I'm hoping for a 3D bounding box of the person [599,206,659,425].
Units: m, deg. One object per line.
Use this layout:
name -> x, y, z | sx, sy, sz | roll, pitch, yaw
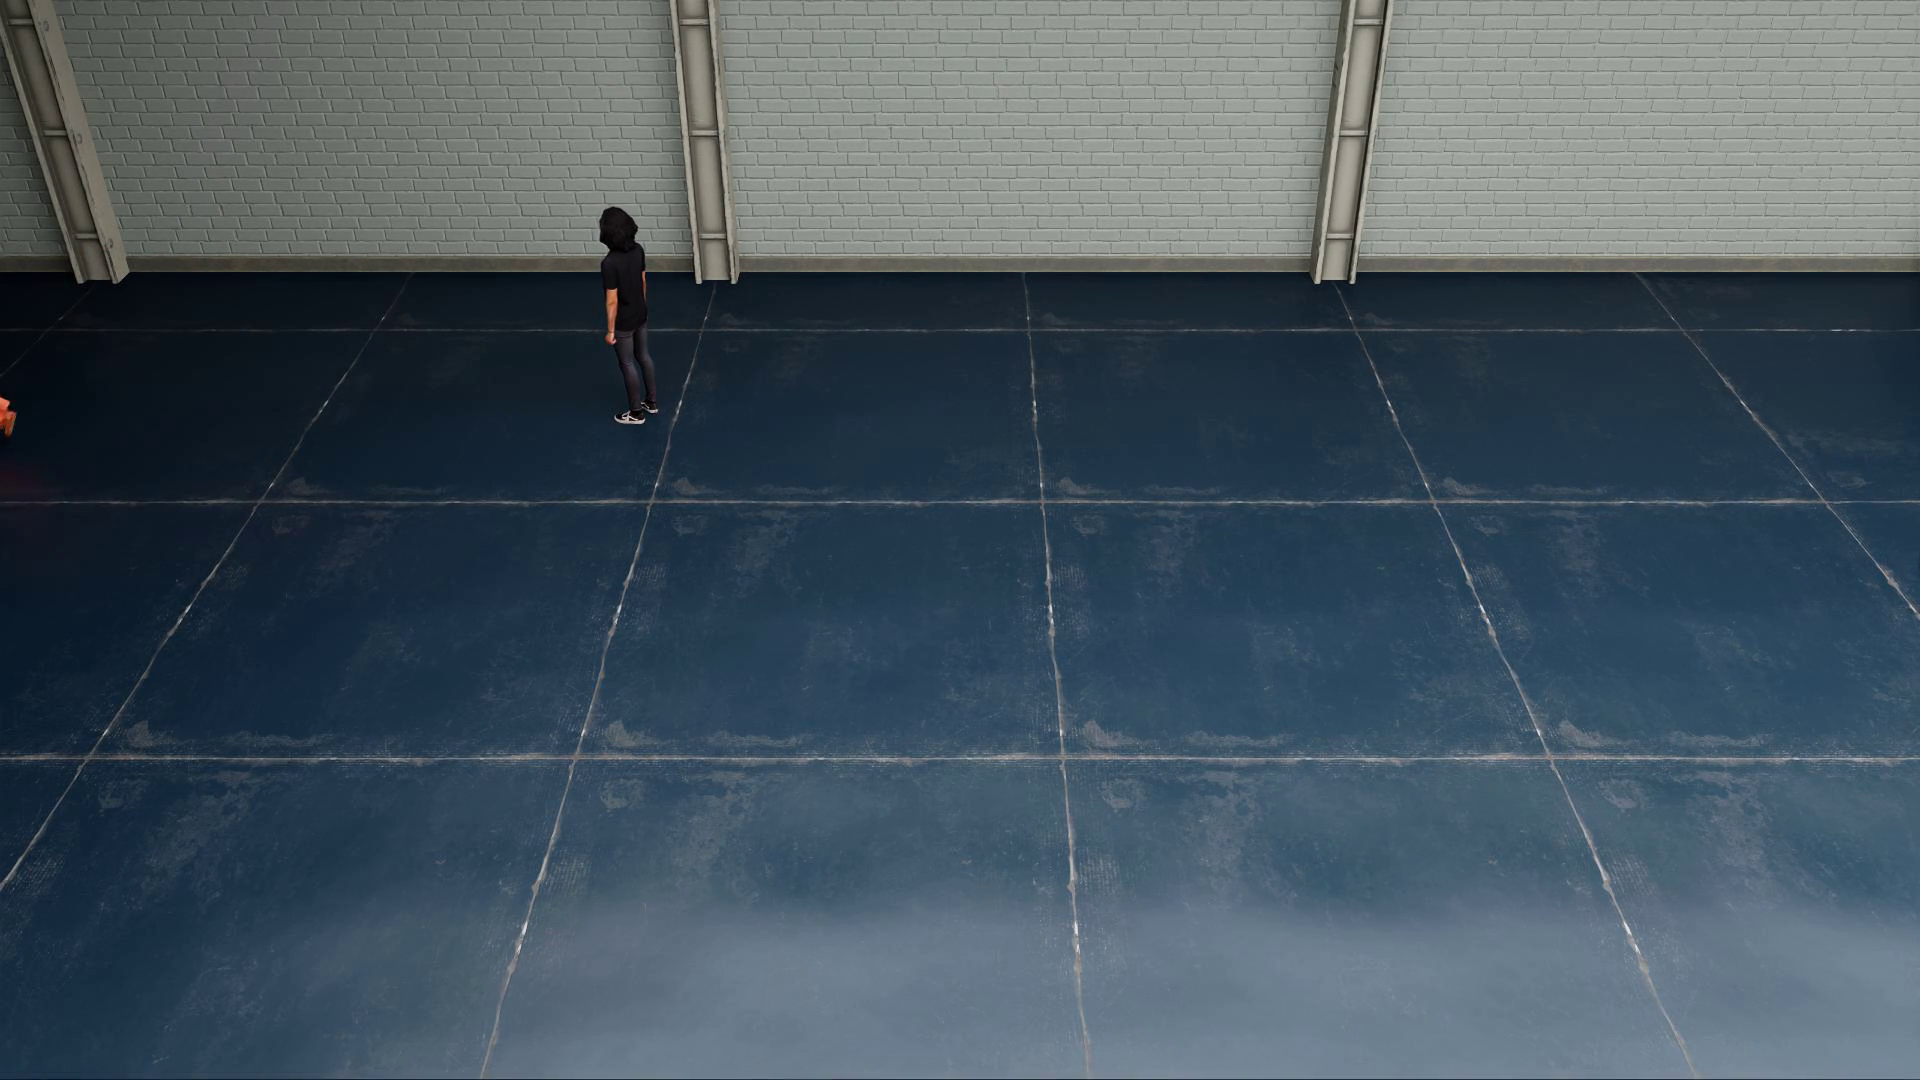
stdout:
person -> -2.669, -1.810, 13.388 | 0.700, 1.836, 0.708 | 17, 37, 24
